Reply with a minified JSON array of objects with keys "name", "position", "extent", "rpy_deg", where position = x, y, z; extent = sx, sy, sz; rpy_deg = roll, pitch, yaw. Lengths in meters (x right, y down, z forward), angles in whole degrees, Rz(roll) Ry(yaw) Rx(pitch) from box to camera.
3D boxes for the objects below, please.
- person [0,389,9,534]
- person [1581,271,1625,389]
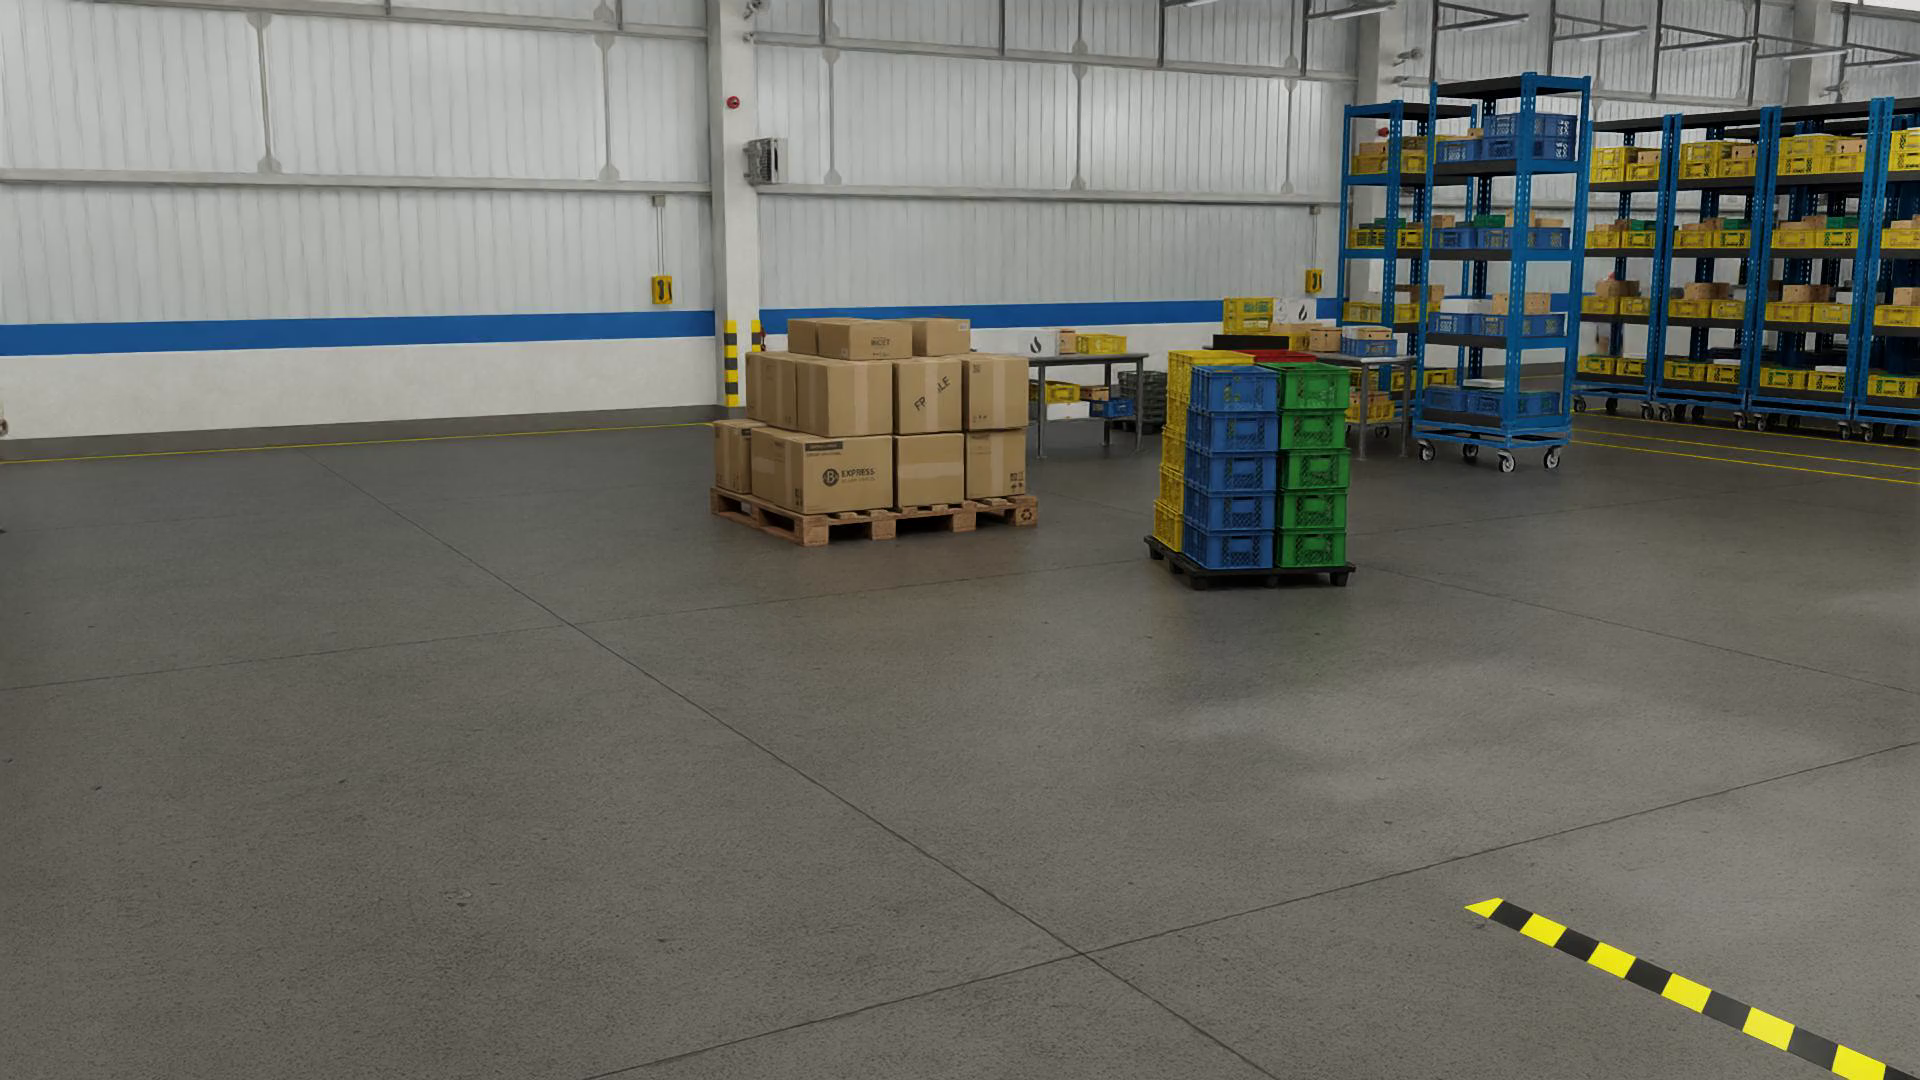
[{"name":"person","position":[-7.011,-0.811,11.613],"extent":[0.809,1.704,0.586],"rpy_deg":[9,14,42]},{"name":"person","position":[9.303,-2.994,23.909],"extent":[0.747,1.729,0.570],"rpy_deg":[-4,11,-24]}]
